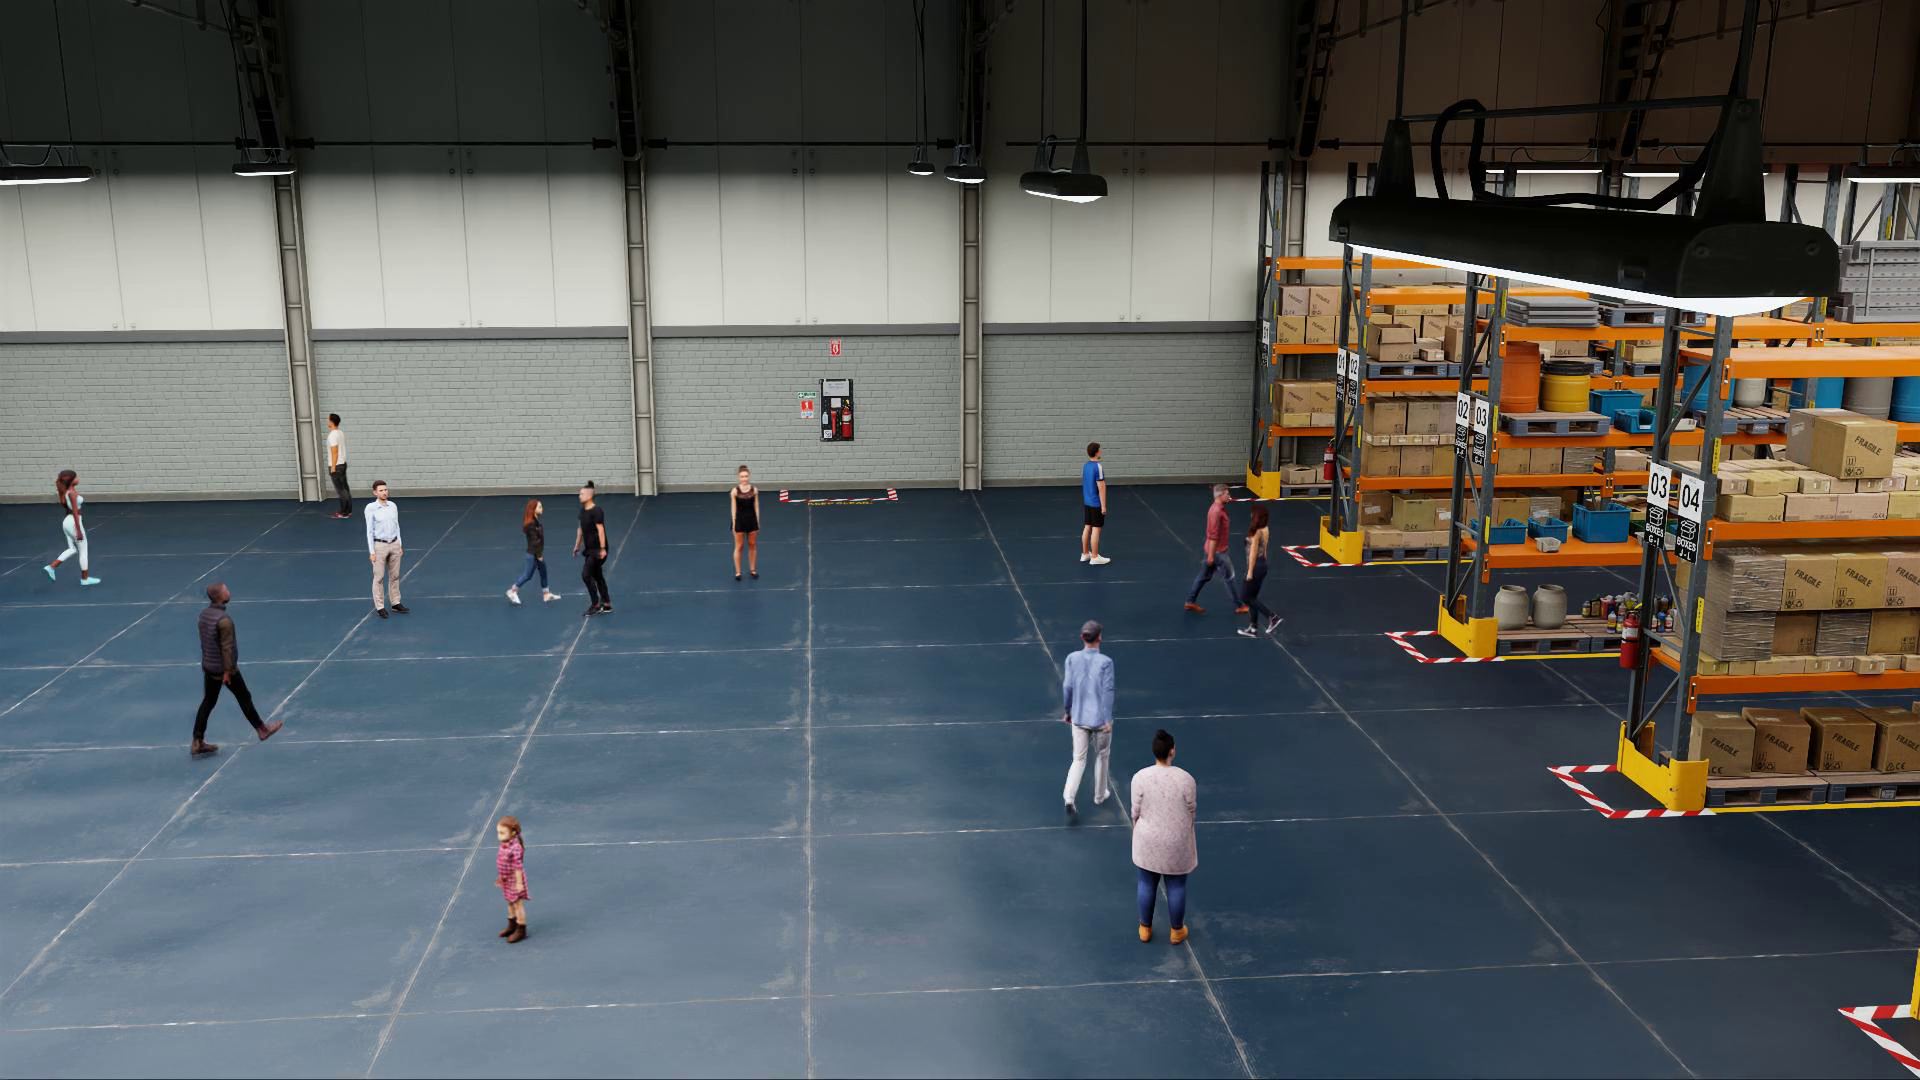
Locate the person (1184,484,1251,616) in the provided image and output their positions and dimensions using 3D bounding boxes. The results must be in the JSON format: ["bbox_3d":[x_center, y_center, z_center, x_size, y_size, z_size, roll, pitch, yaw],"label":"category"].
[{"bbox_3d":[3.363,0.159,22.425,1.275,1.780,0.903,2,13,7],"label":"person"}]

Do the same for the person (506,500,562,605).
[{"bbox_3d":[-5.973,0.178,23.055,0.947,1.459,0.575,0,13,-2],"label":"person"}]

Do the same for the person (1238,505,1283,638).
[{"bbox_3d":[3.884,0.423,21.335,0.952,1.756,0.849,6,15,26],"label":"person"}]

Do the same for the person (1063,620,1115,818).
[{"bbox_3d":[1.199,1.689,15.630,1.134,1.863,1.054,6,14,23],"label":"person"}]

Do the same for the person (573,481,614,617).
[{"bbox_3d":[-4.870,0.104,22.519,0.849,1.845,0.815,-8,15,-31],"label":"person"}]

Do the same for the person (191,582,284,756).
[{"bbox_3d":[-7.734,1.368,17.199,1.210,1.783,1.260,10,17,38],"label":"person"}]

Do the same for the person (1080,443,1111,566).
[{"bbox_3d":[2.040,-0.577,25.413,0.720,1.865,0.729,-7,15,-29],"label":"person"}]

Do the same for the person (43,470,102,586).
[{"bbox_3d":[-12.830,-0.152,23.924,1.012,1.709,0.887,-11,17,-40],"label":"person"}]

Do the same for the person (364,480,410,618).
[{"bbox_3d":[-7.792,0.095,22.551,0.814,1.847,0.753,11,17,39],"label":"person"}]

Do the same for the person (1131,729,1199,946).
[{"bbox_3d":[1.598,2.334,13.114,0.688,1.743,0.835,4,13,15],"label":"person"}]

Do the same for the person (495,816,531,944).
[{"bbox_3d":[-3.557,2.678,13.230,0.557,1.020,0.504,-12,18,-42],"label":"person"}]

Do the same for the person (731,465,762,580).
[{"bbox_3d":[-3.158,-0.271,24.519,0.575,1.673,0.702,-5,14,-21],"label":"person"}]

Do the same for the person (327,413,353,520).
[{"bbox_3d":[-10.687,-1.285,28.607,0.537,1.804,0.635,0,13,-2],"label":"person"}]
